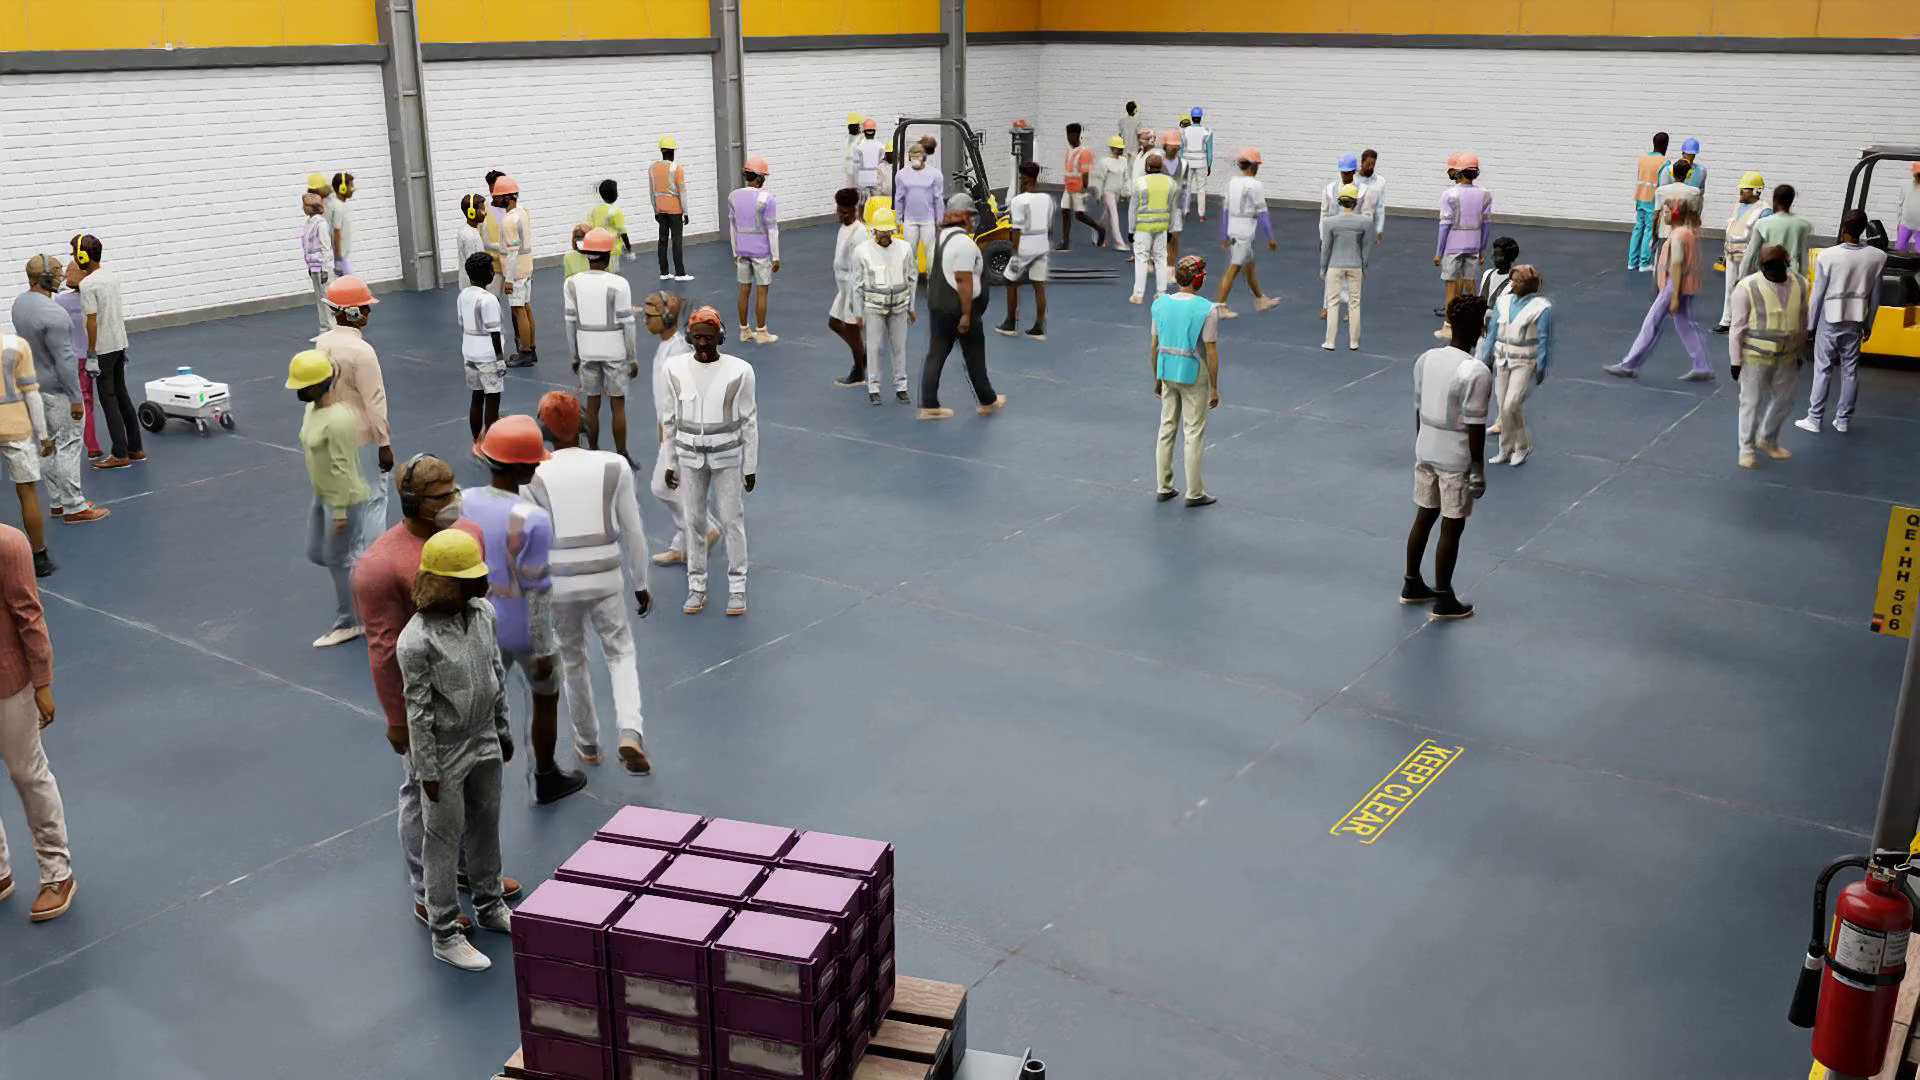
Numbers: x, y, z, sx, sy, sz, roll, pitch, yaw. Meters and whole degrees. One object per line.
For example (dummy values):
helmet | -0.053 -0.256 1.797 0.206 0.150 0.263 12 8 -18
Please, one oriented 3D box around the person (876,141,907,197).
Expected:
person | -0.968 -4.850 23.909 0.487 1.744 0.295 3 18 10

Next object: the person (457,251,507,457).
person | -3.829 -1.476 13.429 0.317 1.695 0.540 -16 24 -41

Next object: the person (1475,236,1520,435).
person | 4.623 -1.764 14.328 0.318 1.698 0.534 -9 20 -27

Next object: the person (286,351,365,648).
person | -3.542 -0.243 9.499 0.482 1.735 0.551 -14 22 -37

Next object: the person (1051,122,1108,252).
person | 1.808 -5.311 25.051 0.815 1.933 0.624 -9 20 -25

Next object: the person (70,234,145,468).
person | -6.815 -1.496 13.246 0.344 1.857 0.525 0 18 0

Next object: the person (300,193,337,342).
person | -6.970 -2.946 18.121 0.307 1.641 0.514 -14 22 -37

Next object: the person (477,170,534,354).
person | -4.755 -2.853 17.300 0.602 1.967 0.370 -6 19 -18

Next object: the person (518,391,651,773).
person | -1.746 0.249 7.780 0.595 1.857 0.744 -7 19 -20

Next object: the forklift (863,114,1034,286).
forklift | -0.171 -4.594 22.377 2.313 2.155 1.214 1 18 3

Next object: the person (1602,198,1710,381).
person | 6.976 -2.447 16.319 0.996 1.794 0.596 10 20 29

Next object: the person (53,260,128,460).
person | -7.014 -1.454 13.462 0.499 1.634 0.285 0 18 1

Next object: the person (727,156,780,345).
person | -2.219 -3.145 18.114 0.613 2.033 0.411 10 20 28

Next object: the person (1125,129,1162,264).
person | 2.649 -4.907 23.817 0.410 1.913 0.643 -8 19 -23

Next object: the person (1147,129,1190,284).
person | 2.758 -4.478 22.291 0.619 2.028 0.765 -4 18 -13

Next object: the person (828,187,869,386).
person | -1.063 -2.427 16.020 0.427 1.932 0.649 -5 18 -15

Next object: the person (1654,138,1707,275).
person | 9.425 -4.270 21.766 0.615 1.943 0.409 0 18 -1

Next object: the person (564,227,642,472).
person | -2.782 -1.468 13.020 0.552 1.933 0.377 4 18 11

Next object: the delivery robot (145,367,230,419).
delivery robot | -6.711 -1.261 14.452 0.707 0.478 0.477 8 19 23

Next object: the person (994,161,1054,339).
person | 0.701 -3.229 18.511 0.651 1.938 0.779 -14 22 -37

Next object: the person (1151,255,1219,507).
person | 1.637 -1.156 12.184 0.563 1.847 0.389 15 23 39

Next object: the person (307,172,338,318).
person | -7.462 -3.467 19.603 0.507 1.721 0.407 8 19 24

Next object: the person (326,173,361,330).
person | -6.861 -3.151 18.513 0.411 1.831 0.770 -7 19 -21

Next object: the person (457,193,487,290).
person | -4.672 -2.406 16.081 0.324 1.861 0.510 -6 19 -18

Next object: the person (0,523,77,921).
person | -3.907 0.575 6.565 0.629 1.980 0.411 -2 18 -7

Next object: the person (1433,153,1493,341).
person | 5.510 -3.219 18.322 0.611 2.042 0.395 -4 18 -12

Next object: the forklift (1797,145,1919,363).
forklift | 9.803 -2.879 17.013 2.313 2.155 1.214 12 21 33

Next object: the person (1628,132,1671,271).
person | 9.630 -4.715 23.226 0.392 1.910 0.587 -5 18 -16

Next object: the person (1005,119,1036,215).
person | 0.963 -5.728 26.450 0.472 1.867 0.605 -16 24 -40

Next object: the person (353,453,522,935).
person | -2.040 0.598 6.555 0.368 1.938 0.632 8 19 23

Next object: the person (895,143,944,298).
person | -0.514 -4.043 21.087 0.635 1.931 0.379 4 18 11

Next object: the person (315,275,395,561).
person | -3.726 -0.648 10.358 0.619 1.994 0.381 15 23 38
